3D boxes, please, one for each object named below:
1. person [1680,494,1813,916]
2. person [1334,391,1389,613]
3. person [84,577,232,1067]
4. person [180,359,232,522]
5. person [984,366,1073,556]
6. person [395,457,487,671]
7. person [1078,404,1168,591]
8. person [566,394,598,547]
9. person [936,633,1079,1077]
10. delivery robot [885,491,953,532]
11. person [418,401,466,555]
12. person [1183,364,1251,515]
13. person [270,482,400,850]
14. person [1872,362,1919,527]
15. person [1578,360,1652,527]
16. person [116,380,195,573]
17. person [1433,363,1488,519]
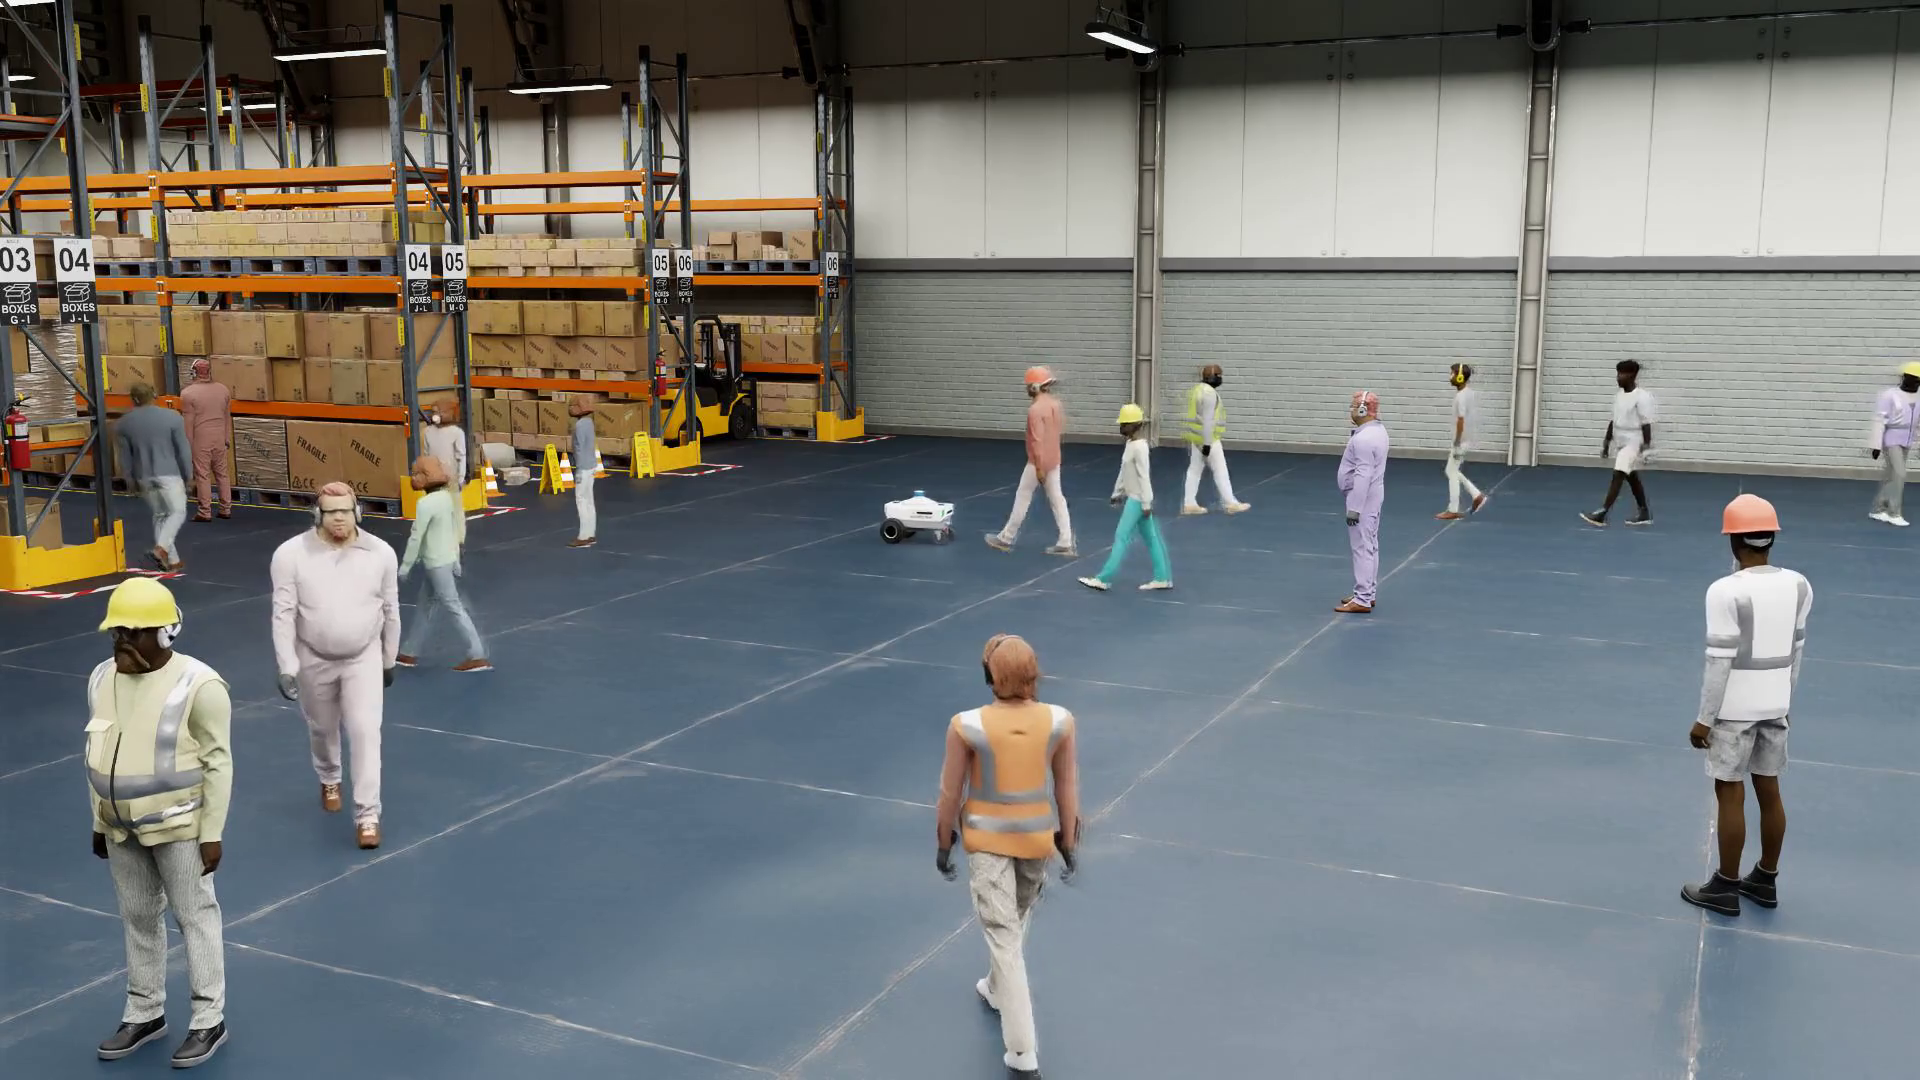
[{"bbox_3d":[3.584,0.755,7.621,0.542,1.931,0.376,-3,10,-19],"label":"person"},{"bbox_3d":[3.448,-0.326,14.322,0.407,1.908,0.641,4,10,24],"label":"person"},{"bbox_3d":[-2.989,1.039,6.173,0.586,1.835,0.403,2,10,14],"label":"person"},{"bbox_3d":[-8.823,-1.161,19.442,0.410,1.909,0.643,5,10,27],"label":"person"},{"bbox_3d":[0.746,-0.814,17.184,1.005,1.945,0.621,6,11,31],"label":"person"},{"bbox_3d":[-3.876,0.185,12.166,0.842,1.585,0.503,0,9,-1],"label":"person"},{"bbox_3d":[1.510,-0.373,15.187,0.895,1.722,0.531,0,9,0],"label":"person"},{"bbox_3d":[-4.027,-0.741,17.728,0.315,1.626,0.520,0,9,2],"label":"person"},{"bbox_3d":[0.175,1.143,6.269,0.529,1.595,0.847,-3,10,-18],"label":"person"},{"bbox_3d":[-0.441,-0.291,17.952,0.707,0.478,0.477,3,10,18],"label":"delivery robot"},{"bbox_3d":[-5.319,-0.616,17.011,0.523,1.592,0.801,2,9,11],"label":"person"},{"bbox_3d":[3.095,-1.195,19.937,0.874,1.806,0.660,-1,9,-5],"label":"person"},{"bbox_3d":[-3.270,0.607,8.759,0.634,1.866,0.992,-4,10,-22],"label":"person"},{"bbox_3d":[10.880,-1.105,19.175,0.602,1.878,0.759,-4,10,-23],"label":"person"},{"bbox_3d":[7.570,-1.101,19.051,0.994,1.909,0.638,-1,9,-7],"label":"person"},{"bbox_3d":[-7.748,-0.579,15.956,0.668,1.898,0.709,0,9,-2],"label":"person"},{"bbox_3d":[5.885,-1.151,19.516,0.505,1.860,0.538,4,10,24],"label":"person"}]
